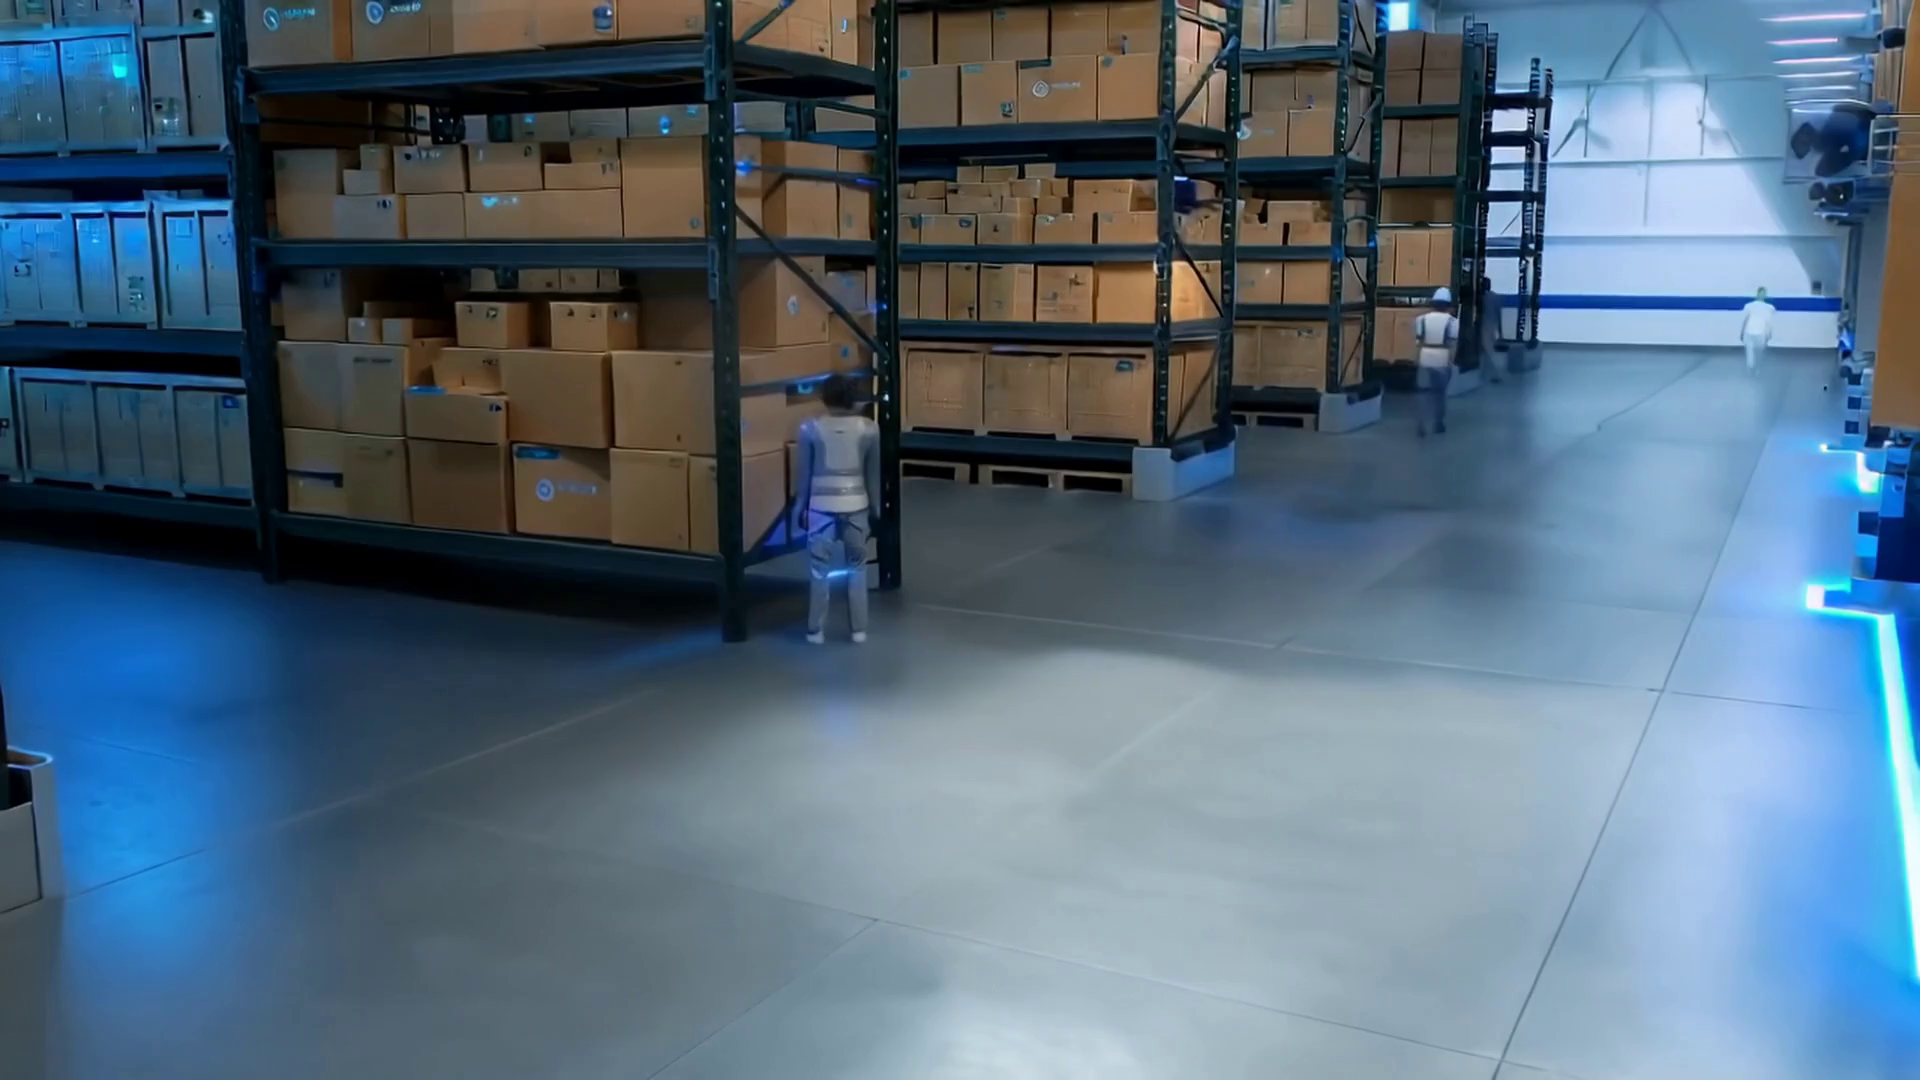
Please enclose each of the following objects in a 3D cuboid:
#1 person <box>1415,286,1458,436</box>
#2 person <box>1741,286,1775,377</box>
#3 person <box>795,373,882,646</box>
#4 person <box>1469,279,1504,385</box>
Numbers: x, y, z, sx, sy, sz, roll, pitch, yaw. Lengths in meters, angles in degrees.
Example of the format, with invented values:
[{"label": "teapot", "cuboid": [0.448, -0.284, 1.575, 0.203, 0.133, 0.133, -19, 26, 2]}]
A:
[{"label": "person", "cuboid": [6.047, -2.273, 21.219, 0.544, 1.915, 0.858, 5, 11, 28]}, {"label": "person", "cuboid": [14.983, -3.916, 31.265, 0.559, 1.725, 0.817, 5, 11, 26]}, {"label": "person", "cuboid": [-0.716, -0.176, 9.892, 0.523, 1.632, 0.315, -2, 10, -13]}, {"label": "person", "cuboid": [9.360, -3.718, 29.690, 0.638, 1.873, 1.050, -6, 11, -31]}]
